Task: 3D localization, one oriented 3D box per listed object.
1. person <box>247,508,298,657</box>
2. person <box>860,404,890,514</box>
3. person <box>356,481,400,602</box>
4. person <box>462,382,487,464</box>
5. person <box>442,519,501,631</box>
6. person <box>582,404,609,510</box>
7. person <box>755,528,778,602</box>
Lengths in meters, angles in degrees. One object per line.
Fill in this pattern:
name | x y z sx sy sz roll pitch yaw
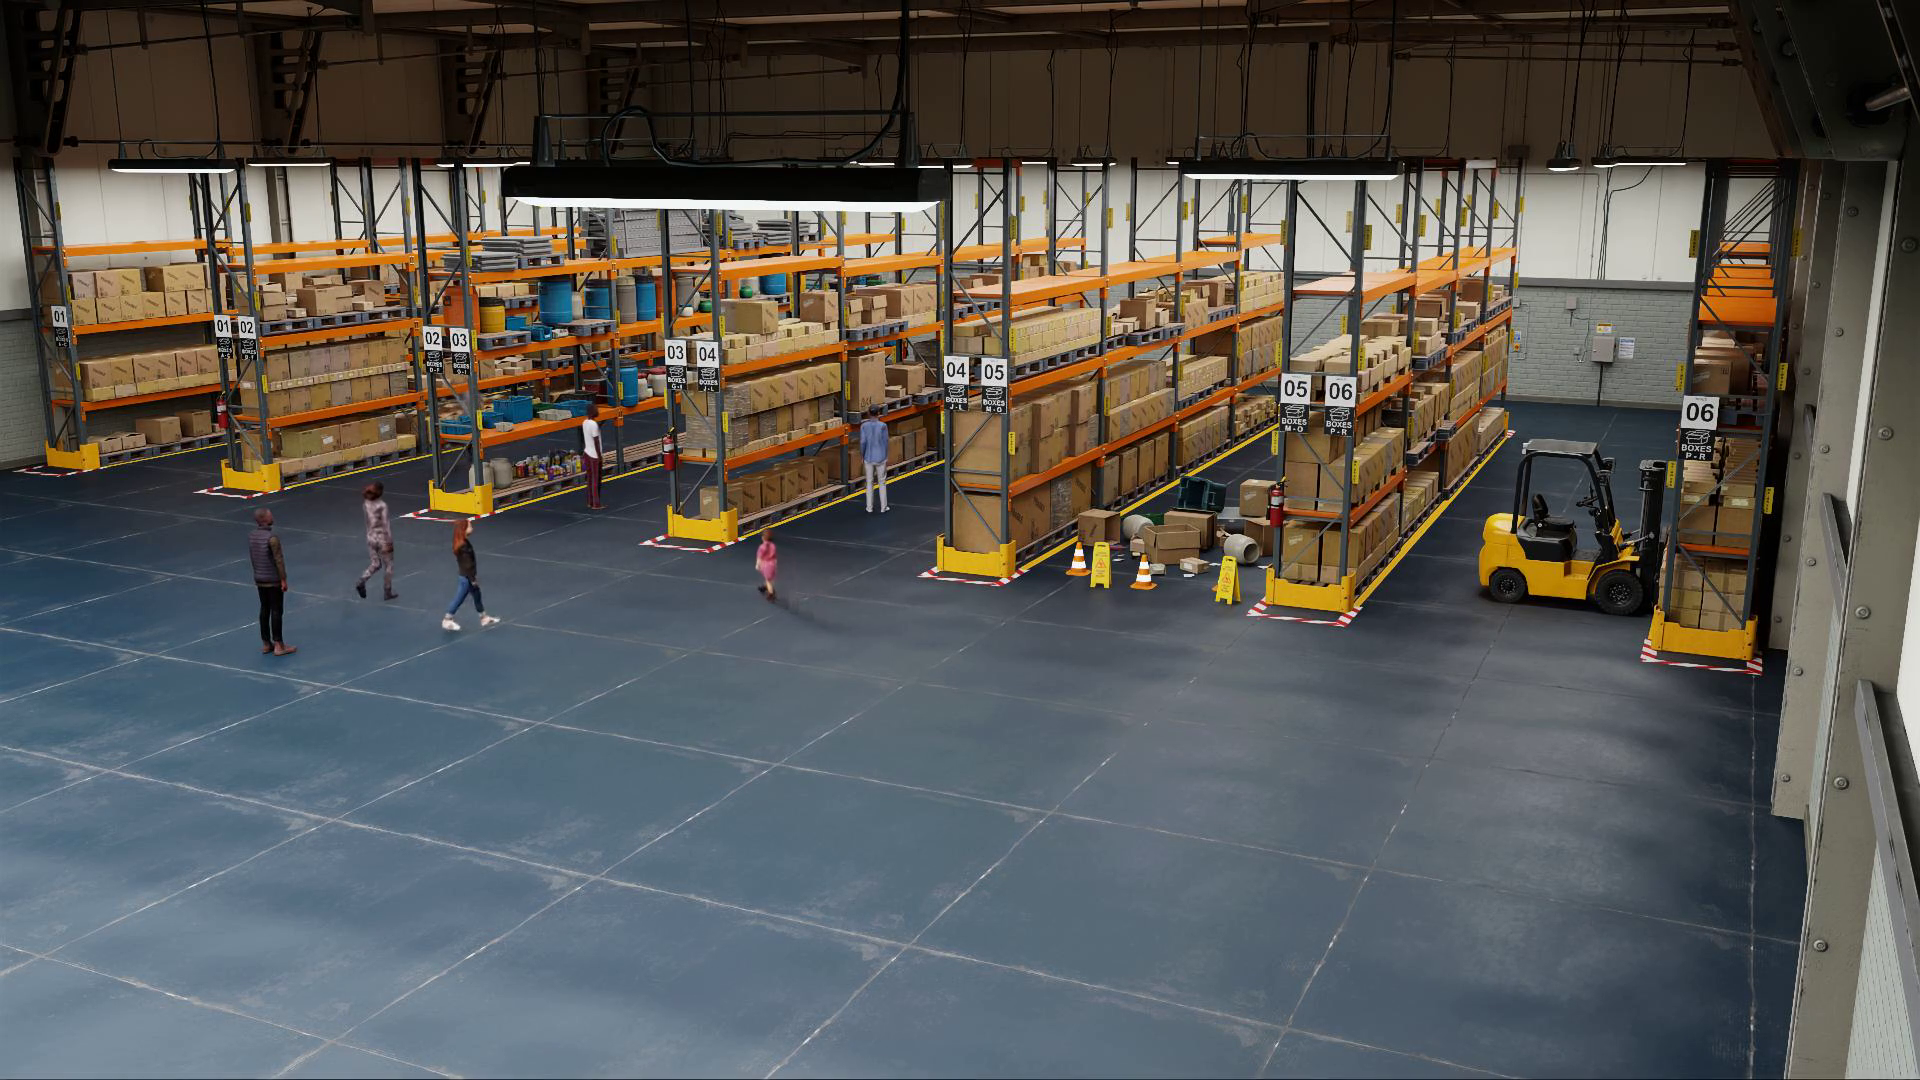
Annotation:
person | -8.531 0.502 20.530 0.716 1.835 0.598 8 15 31
person | -1.458 -1.412 28.680 0.729 1.888 0.714 0 13 2
person | -8.028 0.043 22.809 0.587 1.701 0.898 7 15 27
person | -9.673 -2.333 32.980 0.709 1.742 0.700 2 13 10
person | -6.460 0.470 21.519 1.019 1.451 0.965 -5 14 -20
person | -6.415 -1.474 29.062 0.723 1.835 0.735 -9 16 -33
person | -2.648 0.361 22.993 0.726 0.999 0.690 -10 16 -36
